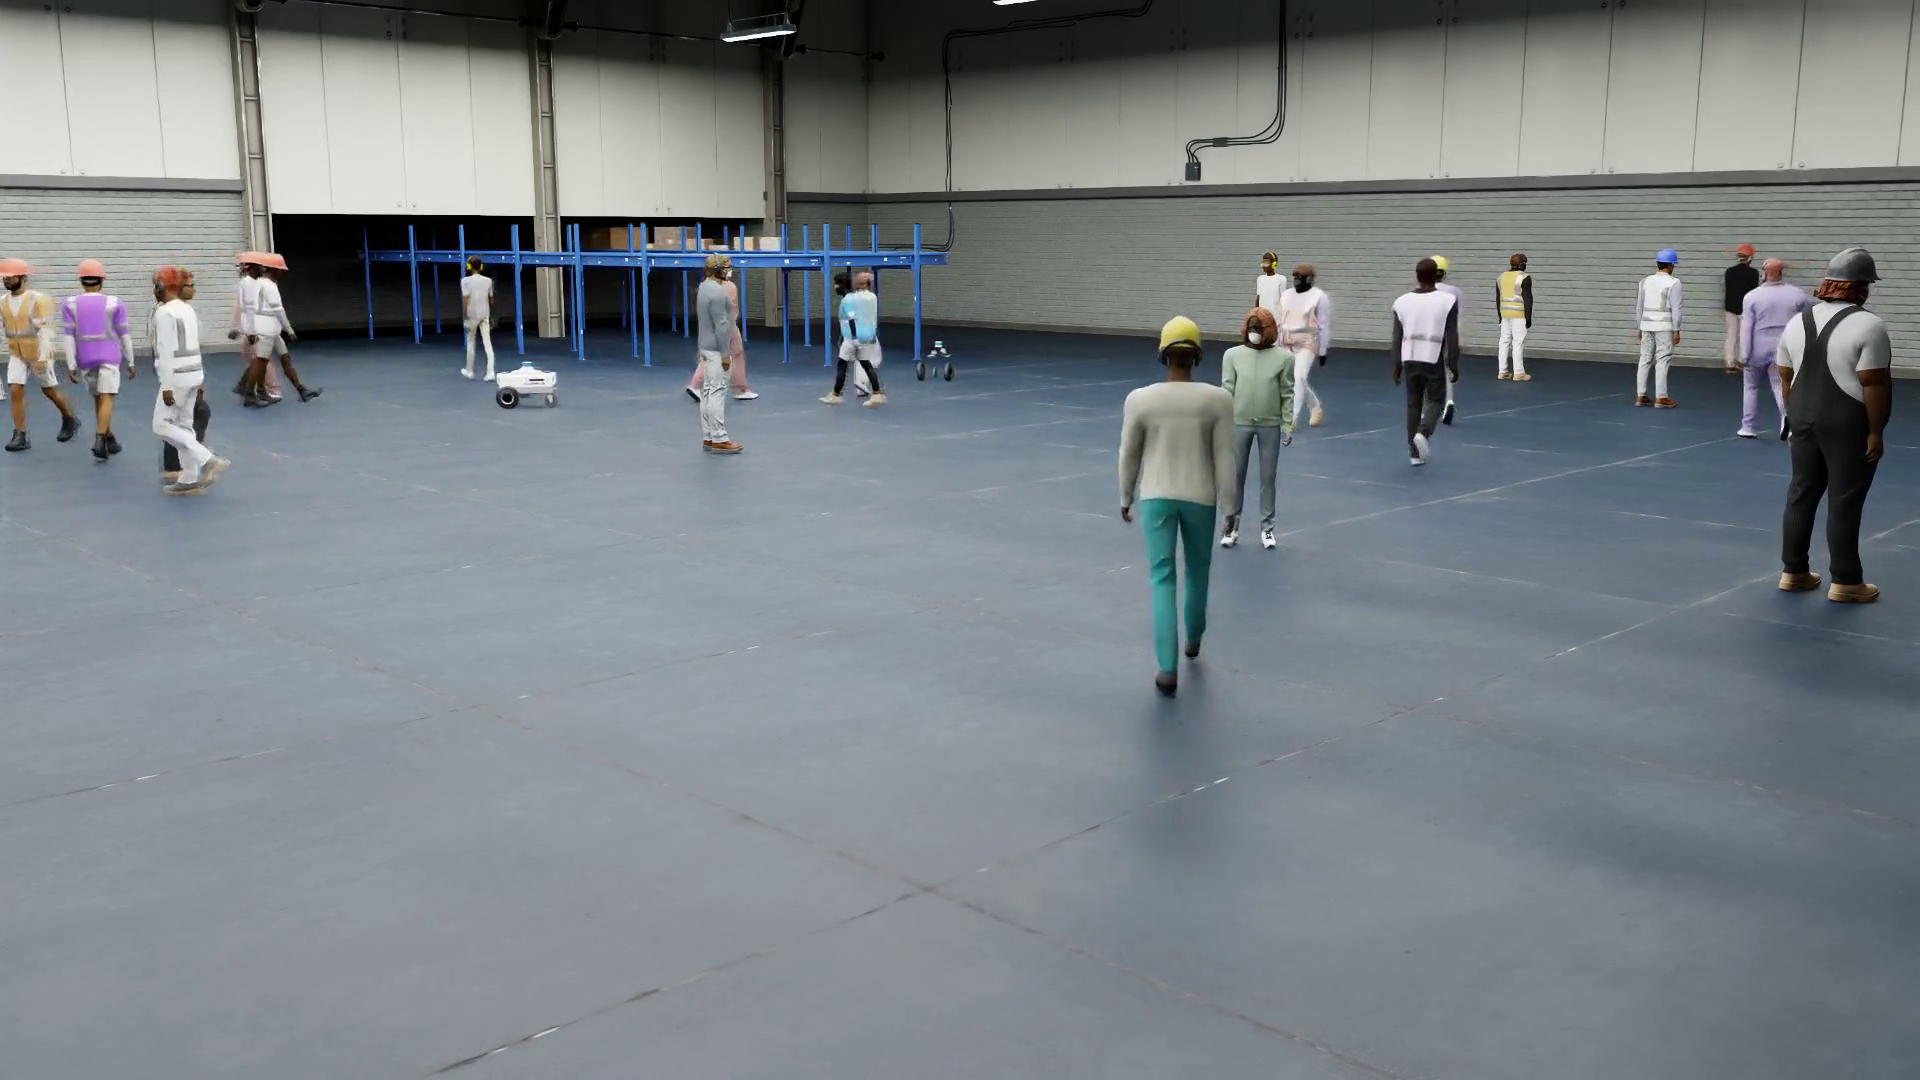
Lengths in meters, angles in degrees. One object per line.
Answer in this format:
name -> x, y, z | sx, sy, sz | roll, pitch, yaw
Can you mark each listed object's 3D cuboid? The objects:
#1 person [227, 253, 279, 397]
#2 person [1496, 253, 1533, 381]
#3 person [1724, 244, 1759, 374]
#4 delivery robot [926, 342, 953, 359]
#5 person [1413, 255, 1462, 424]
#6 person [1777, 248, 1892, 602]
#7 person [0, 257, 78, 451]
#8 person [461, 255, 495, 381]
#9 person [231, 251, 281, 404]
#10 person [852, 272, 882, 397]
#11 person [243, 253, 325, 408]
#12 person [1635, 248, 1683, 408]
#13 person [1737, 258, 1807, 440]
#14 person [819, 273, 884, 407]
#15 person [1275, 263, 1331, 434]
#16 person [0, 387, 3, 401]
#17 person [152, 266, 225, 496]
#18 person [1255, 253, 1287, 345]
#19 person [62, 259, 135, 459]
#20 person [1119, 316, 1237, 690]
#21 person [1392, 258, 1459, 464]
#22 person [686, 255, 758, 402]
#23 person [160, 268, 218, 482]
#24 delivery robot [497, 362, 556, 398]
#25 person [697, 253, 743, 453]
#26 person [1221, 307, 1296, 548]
person -> -9.088, -2.714, 21.276 | 0.668, 1.877, 0.651 | -2, 11, -8
person -> 8.171, -3.279, 24.454 | 0.429, 1.845, 0.621 | -6, 12, -29
person -> 12.027, -3.555, 25.587 | 0.466, 1.984, 0.629 | -6, 12, -30
delivery robot -> -0.318, -2.822, 24.622 | 0.335, 0.223, 0.698 | 3, 11, 14
person -> 5.394, -2.264, 18.793 | 0.597, 1.897, 0.870 | -1, 10, -5
person -> 5.178, -0.666, 9.778 | 0.535, 2.000, 0.674 | -4, 11, -22
person -> -9.319, -1.888, 16.720 | 0.536, 1.904, 0.940 | 1, 10, 3
person -> -7.062, -3.251, 24.378 | 0.549, 1.815, 0.996 | -8, 13, -37
person -> -8.940, -2.685, 21.023 | 0.582, 1.908, 0.558 | -5, 12, -27
person -> -1.238, -2.682, 21.754 | 0.373, 1.622, 0.536 | -9, 14, -40
person -> -8.441, -2.590, 20.579 | 1.012, 1.875, 0.546 | -5, 11, -25
person -> 8.654, -2.620, 20.569 | 0.404, 1.945, 0.616 | -6, 12, -28
person -> 8.392, -1.966, 17.196 | 0.644, 1.880, 0.786 | 1, 10, 8
person -> -1.344, -2.471, 20.569 | 0.901, 1.631, 0.522 | 2, 11, 12
person -> 3.732, -2.094, 18.083 | 0.846, 1.820, 0.627 | -8, 13, -38
person -> -12.520, -2.556, 21.084 | 0.659, 1.615, 0.545 | -1, 10, -4
person -> -6.334, -1.290, 13.556 | 0.496, 1.869, 0.586 | -1, 10, -3
person -> 4.352, -3.104, 23.430 | 0.536, 1.865, 0.312 | 10, 14, 43
person -> -8.227, -1.719, 15.871 | 0.549, 1.892, 1.003 | -2, 11, -12
person -> 1.037, -0.199, 7.981 | 0.540, 1.721, 0.889 | 1, 10, 3
person -> 4.251, -1.626, 15.257 | 0.615, 1.904, 0.545 | 6, 12, 31
person -> -3.089, -2.714, 21.314 | 0.640, 1.866, 0.957 | 9, 14, 41
person -> -6.653, -1.418, 14.332 | 0.600, 1.825, 0.548 | -6, 12, -28
delivery robot -> -5.391, -1.974, 20.705 | 0.707, 0.478, 0.477 | -2, 11, -12
person -> -2.383, -1.837, 16.323 | 0.371, 1.940, 0.627 | -4, 11, -23
person -> 2.018, -0.766, 11.316 | 0.501, 1.633, 0.289 | 2, 11, 13
